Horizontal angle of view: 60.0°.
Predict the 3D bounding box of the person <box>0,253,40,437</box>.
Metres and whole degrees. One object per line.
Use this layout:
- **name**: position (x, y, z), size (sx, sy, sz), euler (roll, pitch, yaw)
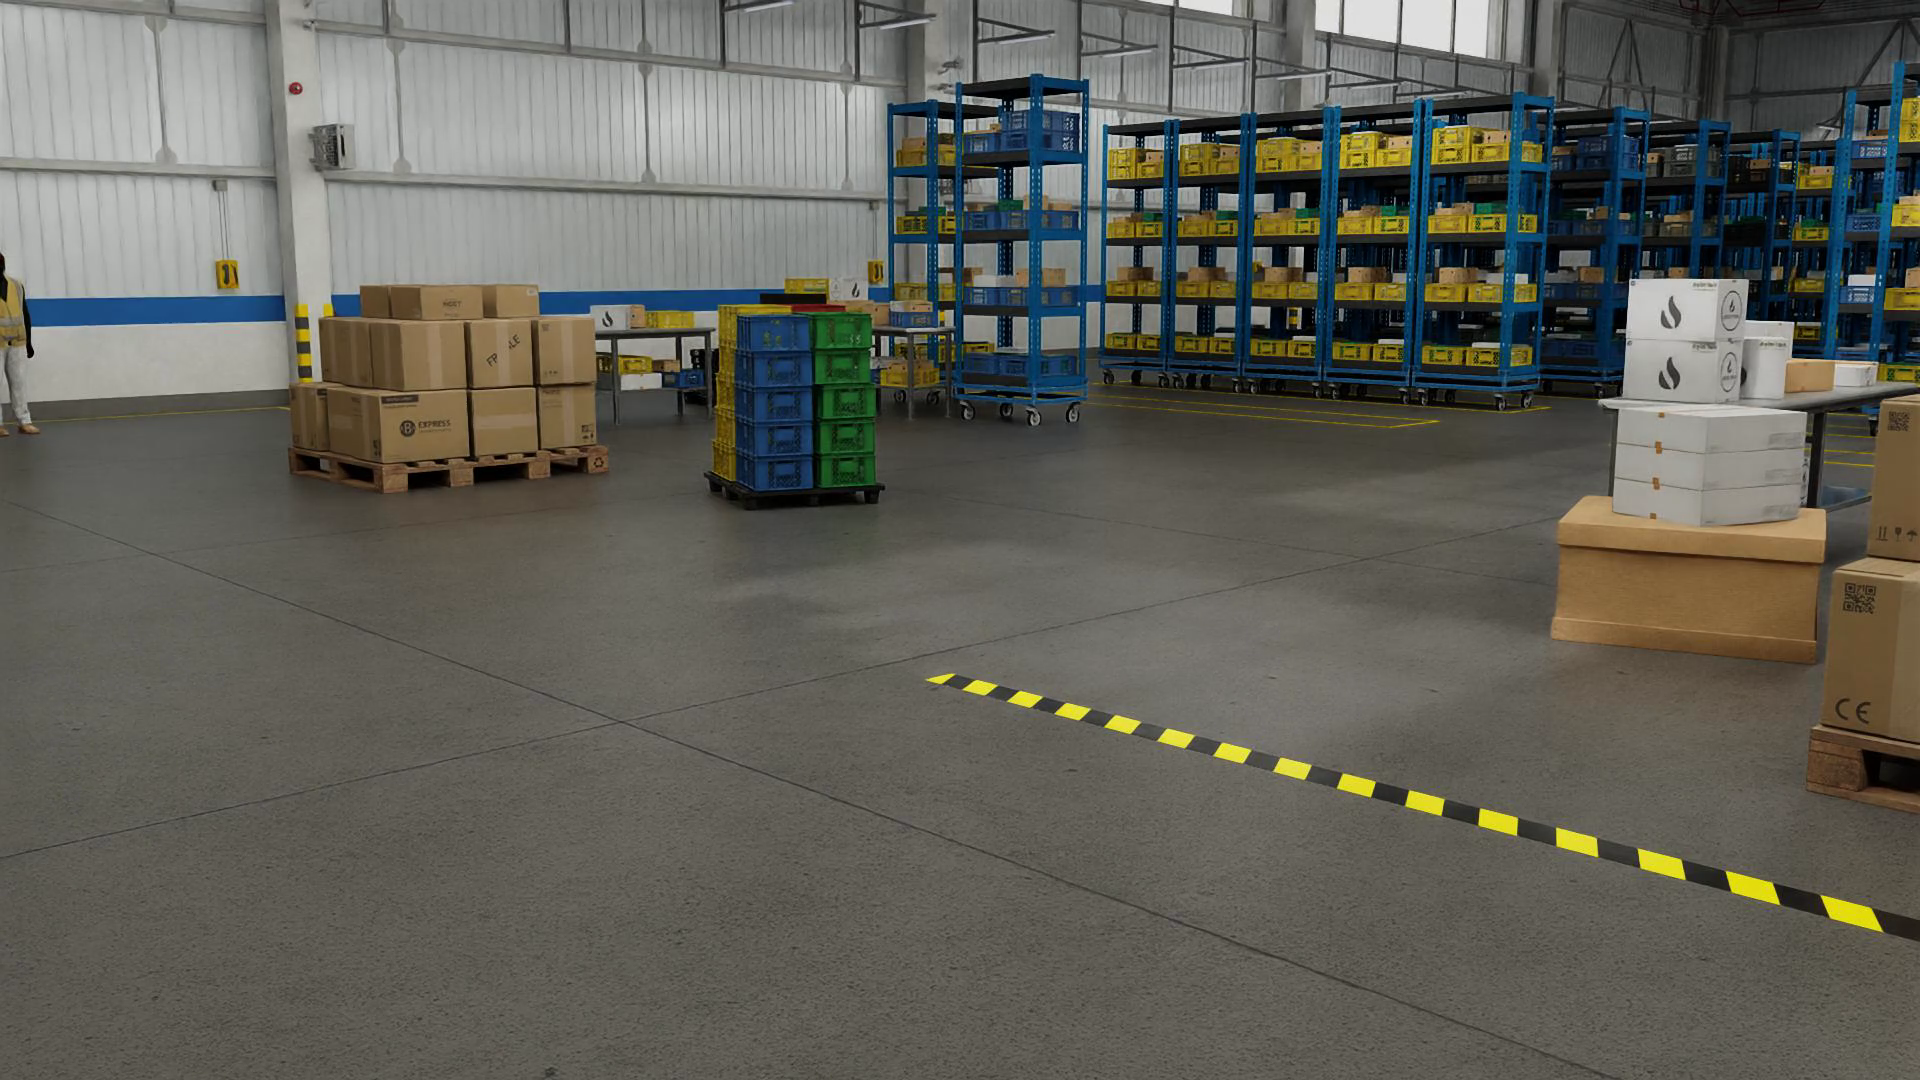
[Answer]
- **person**: position (-9.450, -1.928, 16.378), size (0.429, 1.831, 0.630), euler (5, 11, 30)
